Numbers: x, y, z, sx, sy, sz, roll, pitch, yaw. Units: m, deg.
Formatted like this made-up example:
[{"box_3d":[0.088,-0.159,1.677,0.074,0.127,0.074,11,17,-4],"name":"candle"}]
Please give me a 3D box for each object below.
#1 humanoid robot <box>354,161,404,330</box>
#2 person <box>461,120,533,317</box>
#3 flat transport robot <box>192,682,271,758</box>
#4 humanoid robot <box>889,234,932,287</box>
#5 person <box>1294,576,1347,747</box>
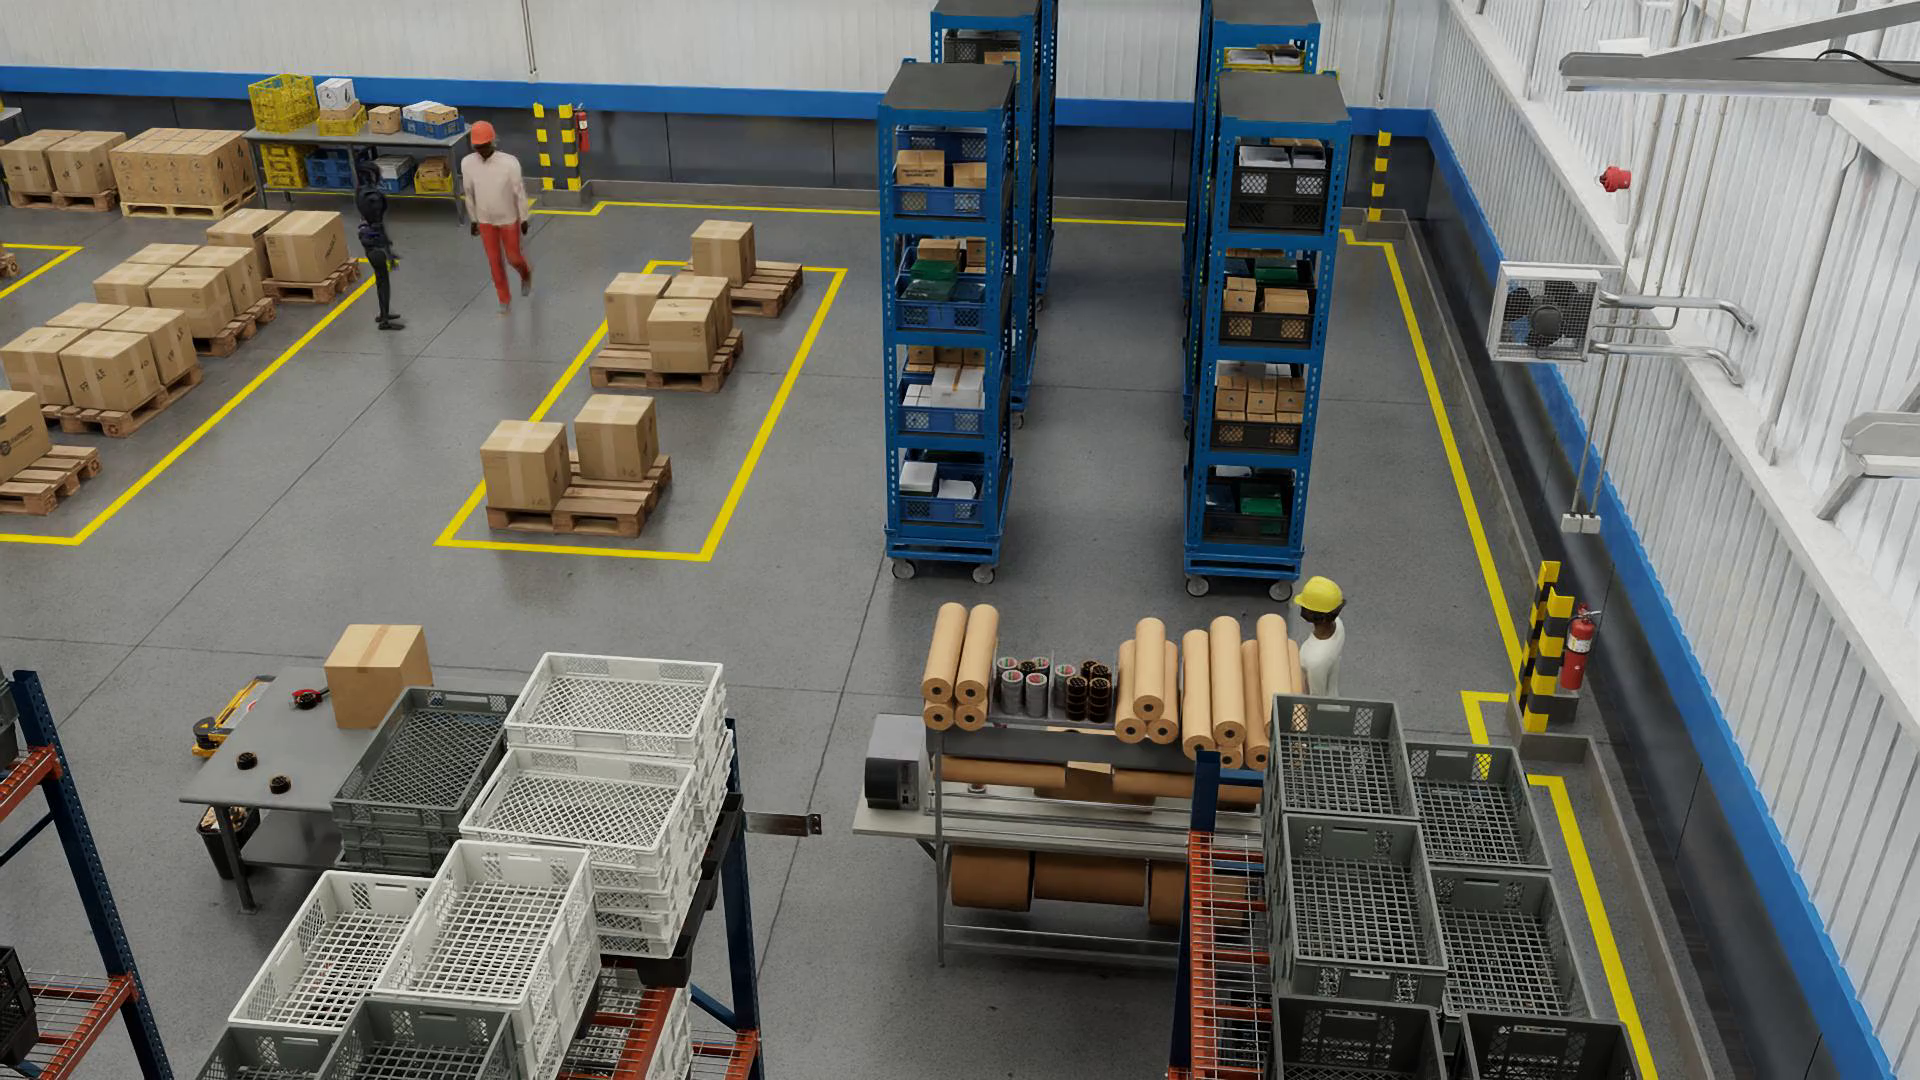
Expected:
[{"box_3d":[-5.668,-2.885,16.217,0.326,1.656,0.609,-13,33,-21],"name":"humanoid robot"},{"box_3d":[-4.577,-3.219,16.504,0.611,1.974,0.551,2,30,3],"name":"person"},{"box_3d":[-4.089,1.163,10.648,1.431,0.197,0.652,3,30,6],"name":"flat transport robot"},{"box_3d":[-0.361,-2.605,15.798,0.618,1.659,0.541,-11,32,-19],"name":"humanoid robot"},{"box_3d":[1.993,0.984,9.494,0.325,1.766,0.532,12,32,20],"name":"person"}]
